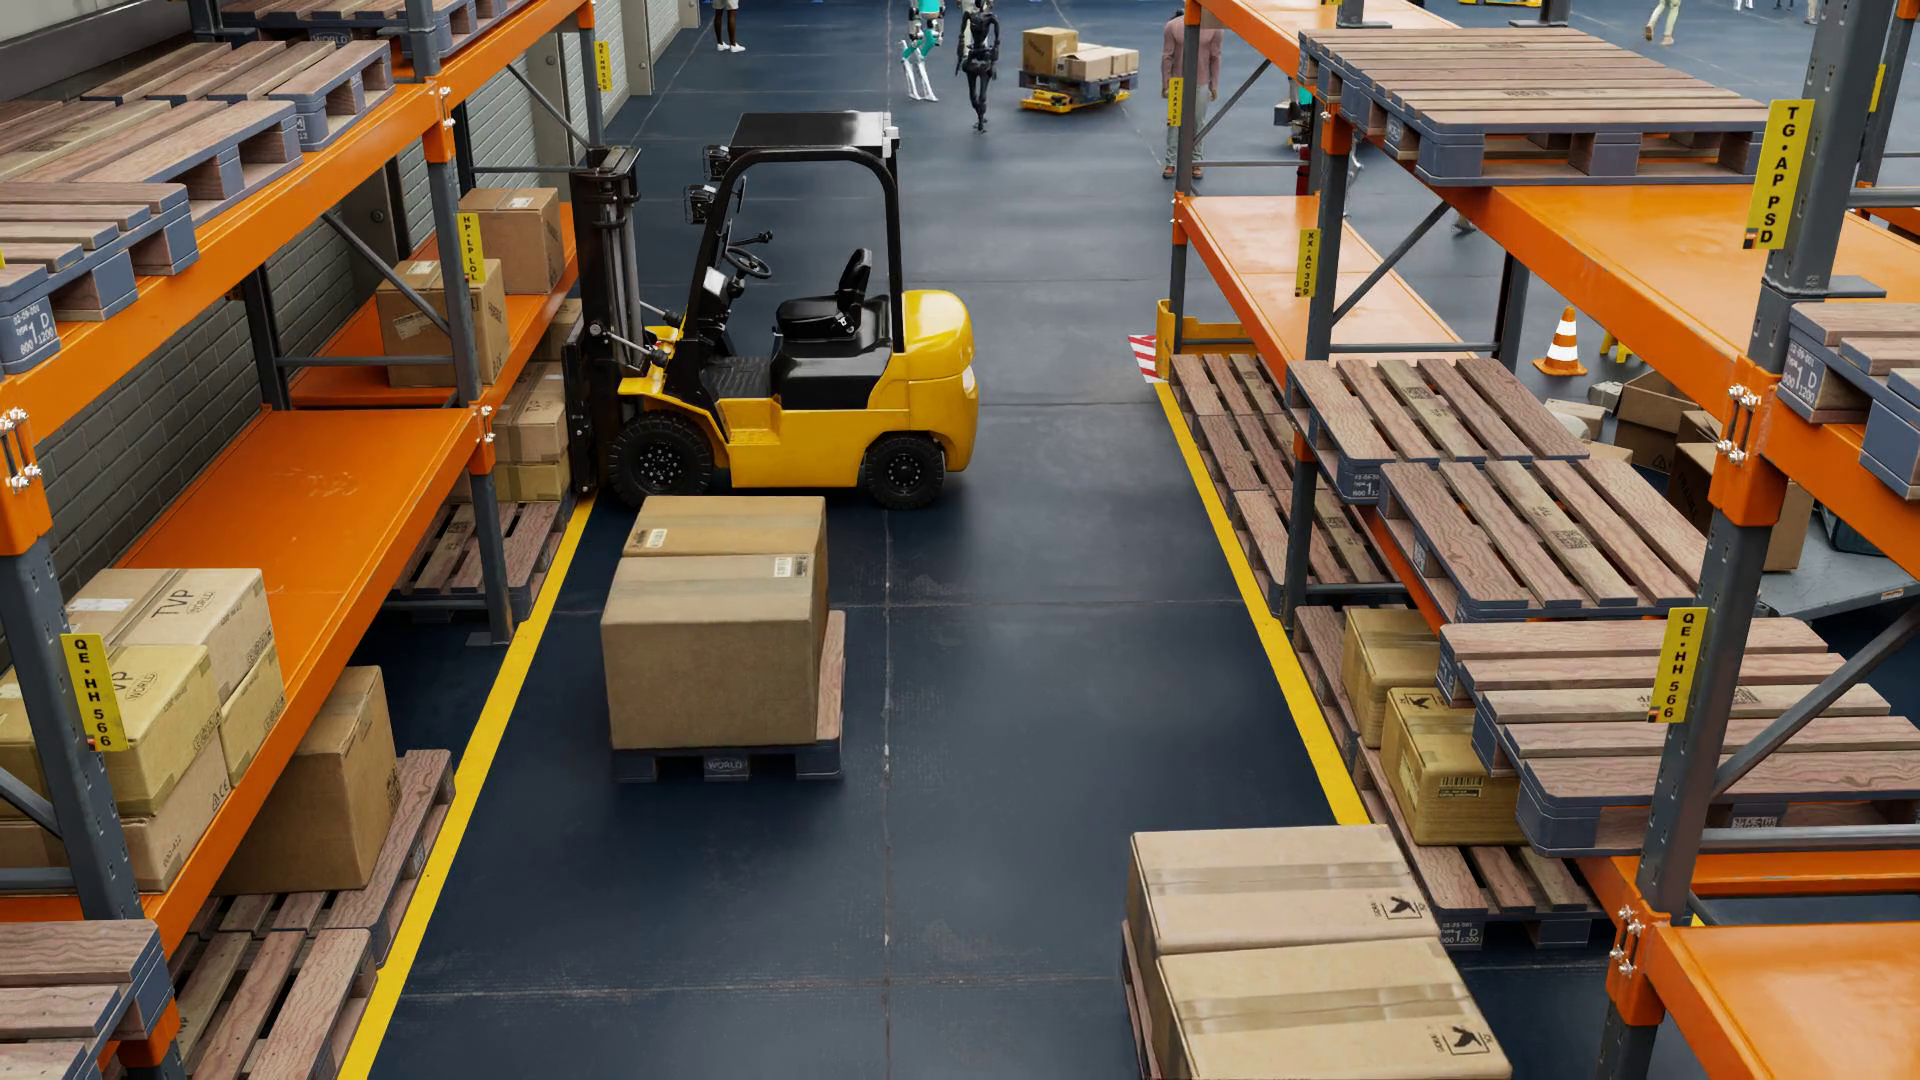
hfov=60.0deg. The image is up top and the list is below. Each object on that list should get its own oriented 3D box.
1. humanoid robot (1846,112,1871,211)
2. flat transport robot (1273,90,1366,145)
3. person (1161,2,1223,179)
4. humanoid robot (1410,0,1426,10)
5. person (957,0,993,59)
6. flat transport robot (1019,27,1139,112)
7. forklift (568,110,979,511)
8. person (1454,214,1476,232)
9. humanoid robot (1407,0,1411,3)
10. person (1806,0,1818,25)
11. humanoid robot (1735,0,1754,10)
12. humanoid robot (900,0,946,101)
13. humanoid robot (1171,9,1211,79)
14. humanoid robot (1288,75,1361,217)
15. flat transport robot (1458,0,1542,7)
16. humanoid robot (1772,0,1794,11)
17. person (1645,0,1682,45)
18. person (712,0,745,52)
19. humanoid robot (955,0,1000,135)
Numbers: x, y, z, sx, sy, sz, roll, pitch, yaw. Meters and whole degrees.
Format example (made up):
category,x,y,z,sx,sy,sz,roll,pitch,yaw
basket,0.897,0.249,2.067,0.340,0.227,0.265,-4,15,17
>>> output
category,x,y,z,sx,sy,sz,roll,pitch,yaw
humanoid robot,8.274,-3.707,15.523,0.611,1.639,0.533,-12,28,-25
flat transport robot,4.391,-4.778,19.421,0.659,0.231,1.431,14,29,28
person,2.418,-4.782,17.481,0.628,1.937,0.373,3,25,7
humanoid robot,6.214,-7.060,22.665,0.808,1.629,0.591,15,29,29
person,0.223,-7.966,24.433,0.571,1.748,0.340,3,25,6
flat transport robot,1.496,-5.732,21.441,0.659,0.231,1.431,22,33,39
forklift,-1.043,-1.379,9.976,2.313,2.155,1.214,-1,25,-2
person,4.989,-3.757,15.611,0.903,1.670,0.475,-17,30,-32
humanoid robot,8.170,-10.380,29.687,0.612,1.620,0.771,6,26,12
person,14.404,-9.339,27.358,0.552,1.724,0.838,-9,27,-18
humanoid robot,13.949,-10.202,29.227,0.541,1.834,0.662,-1,25,-3
humanoid robot,-0.536,-6.554,21.388,0.548,1.744,0.679,-17,30,-32
humanoid robot,2.730,-5.713,19.759,0.609,1.649,0.319,17,30,32
humanoid robot,3.458,-3.797,15.634,0.549,1.736,1.013,-22,33,-38
flat transport robot,9.810,-9.815,30.088,1.431,0.231,0.659,12,28,24
humanoid robot,14.613,-10.190,29.222,0.591,1.650,0.350,20,32,36
person,10.945,-8.573,25.576,0.556,1.879,0.521,-20,32,-36
person,-3.561,-8.334,25.059,0.550,1.895,0.387,14,29,28
humanoid robot,0.205,-5.684,19.716,0.586,1.635,0.617,14,29,27
